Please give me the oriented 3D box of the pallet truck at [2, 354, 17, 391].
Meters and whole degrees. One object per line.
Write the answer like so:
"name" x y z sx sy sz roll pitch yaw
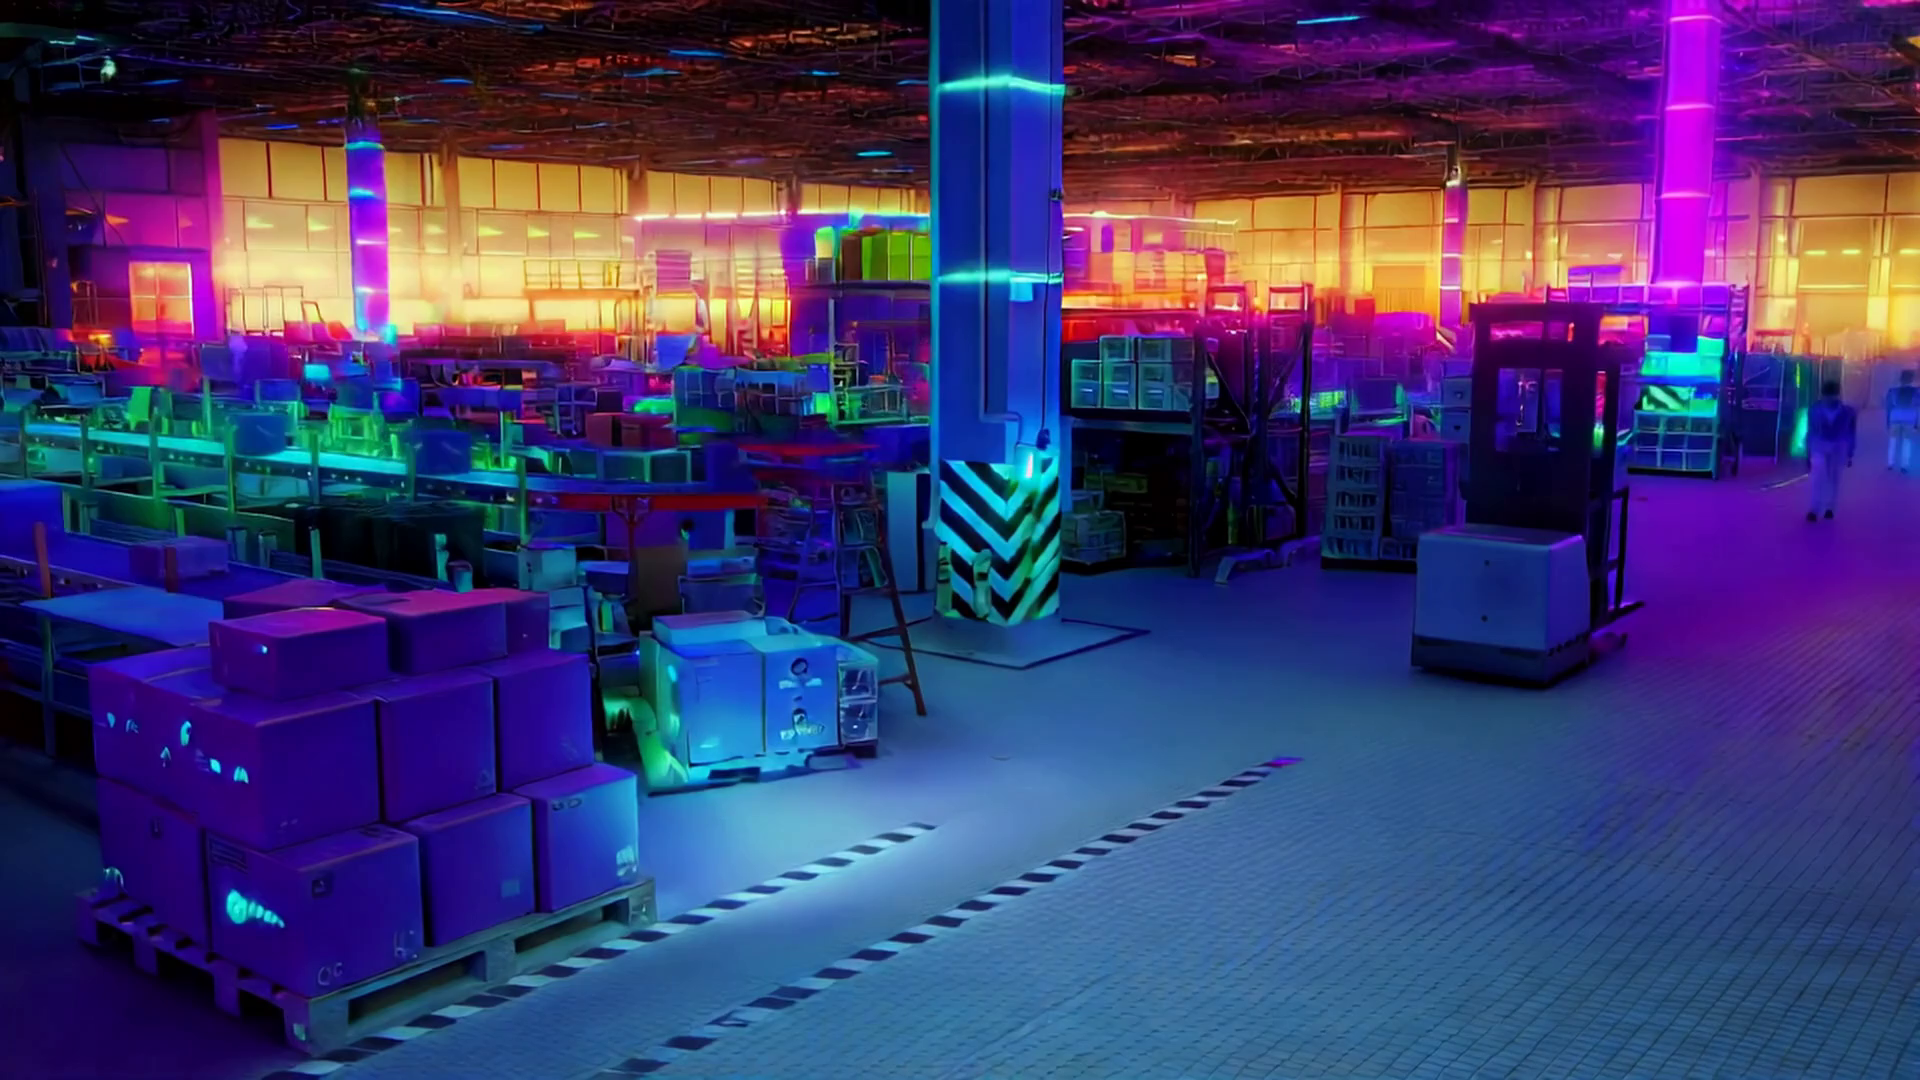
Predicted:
"pallet truck" -24.881 -4.417 42.634 1.885 1.965 0.823 8 11 41

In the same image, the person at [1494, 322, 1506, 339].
"person" 19.015 -6.716 58.458 0.551 1.895 0.635 -4 9 -24

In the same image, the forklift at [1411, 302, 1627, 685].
"forklift" 4.379 -0.438 12.852 1.129 2.768 1.873 7 11 37

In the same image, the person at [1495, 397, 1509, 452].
"person" 6.675 -0.962 20.604 0.470 1.619 0.514 7 11 40

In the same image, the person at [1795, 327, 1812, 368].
"person" 29.013 -6.457 57.263 0.483 1.723 0.512 -8 12 -44

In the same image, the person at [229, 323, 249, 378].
"person" -21.024 -5.295 48.472 0.471 2.030 0.624 2 9 15

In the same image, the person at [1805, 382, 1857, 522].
"person" 10.967 -1.098 20.993 0.591 1.777 0.940 6 10 34

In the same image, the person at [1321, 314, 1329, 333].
"person" 18.191 -10.308 82.705 0.859 1.898 0.596 7 11 41

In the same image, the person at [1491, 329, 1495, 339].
"person" 13.732 -4.527 43.475 0.434 1.976 0.603 2 9 13

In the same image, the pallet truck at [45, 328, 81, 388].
"pallet truck" -23.775 -4.544 43.495 1.885 1.965 0.823 6 10 35

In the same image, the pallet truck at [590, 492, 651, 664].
"pallet truck" -3.115 0.344 12.883 0.653 1.274 1.630 7 11 37

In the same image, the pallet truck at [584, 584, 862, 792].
"pallet truck" -1.426 0.805 10.019 1.601 1.201 0.680 -4 9 -26

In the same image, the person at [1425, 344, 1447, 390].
"person" 10.865 -3.614 38.091 0.642 1.750 0.529 -8 12 -44

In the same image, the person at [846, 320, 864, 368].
"person" -4.073 -7.576 64.387 0.776 1.850 0.630 0 8 1

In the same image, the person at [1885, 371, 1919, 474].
"person" 15.289 -1.910 26.936 0.546 1.634 0.828 3 9 22
